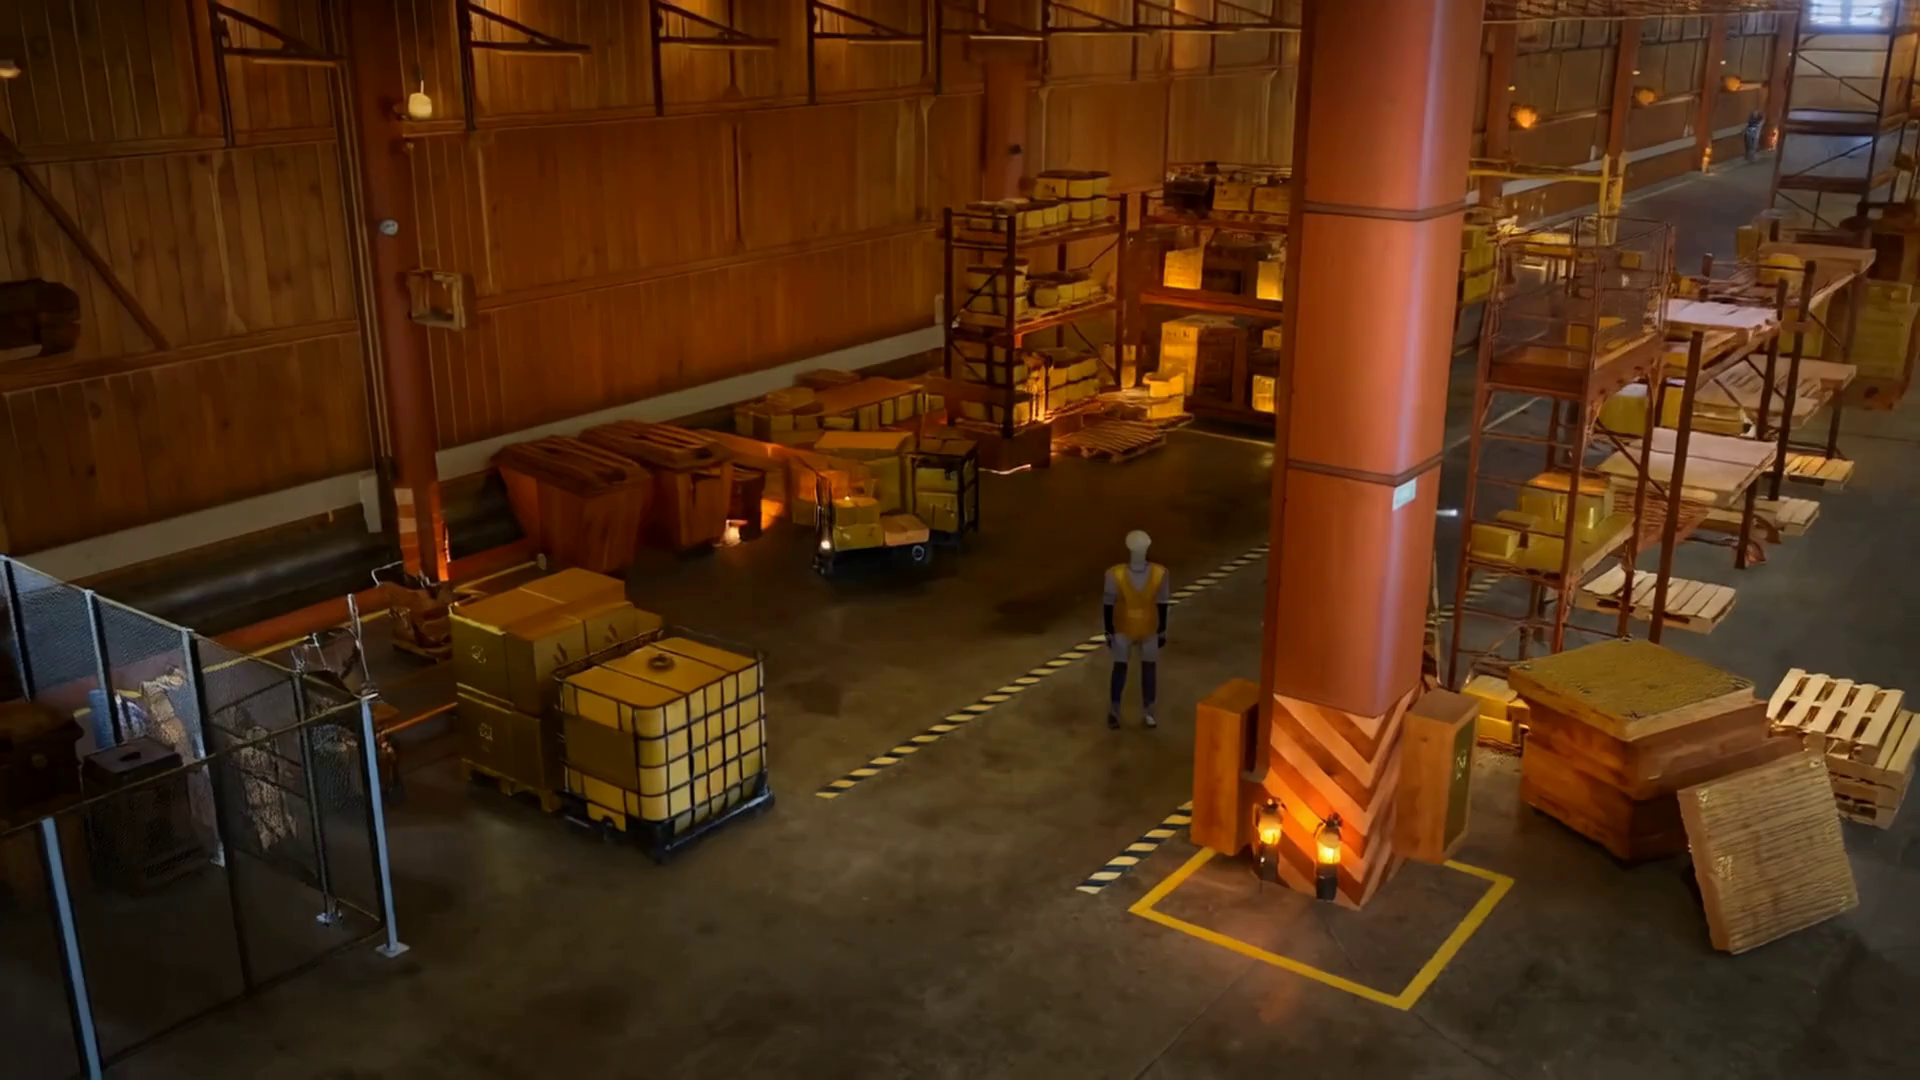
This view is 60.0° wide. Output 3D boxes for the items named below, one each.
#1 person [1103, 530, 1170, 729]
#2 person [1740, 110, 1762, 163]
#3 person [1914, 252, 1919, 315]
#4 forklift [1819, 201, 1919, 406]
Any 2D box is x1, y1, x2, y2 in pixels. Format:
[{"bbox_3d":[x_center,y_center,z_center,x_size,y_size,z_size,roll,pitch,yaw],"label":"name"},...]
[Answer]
[{"bbox_3d":[1.409,0.717,13.315,0.536,1.690,0.320,-1,18,-4],"label":"person"},{"bbox_3d":[28.200,-14.359,59.229,0.588,1.839,0.378,16,24,40],"label":"person"},{"bbox_3d":[17.933,-5.128,30.808,0.549,1.936,0.377,6,19,17],"label":"person"},{"bbox_3d":[13.532,-3.563,24.523,1.129,2.768,1.873,13,22,34],"label":"forklift"}]
